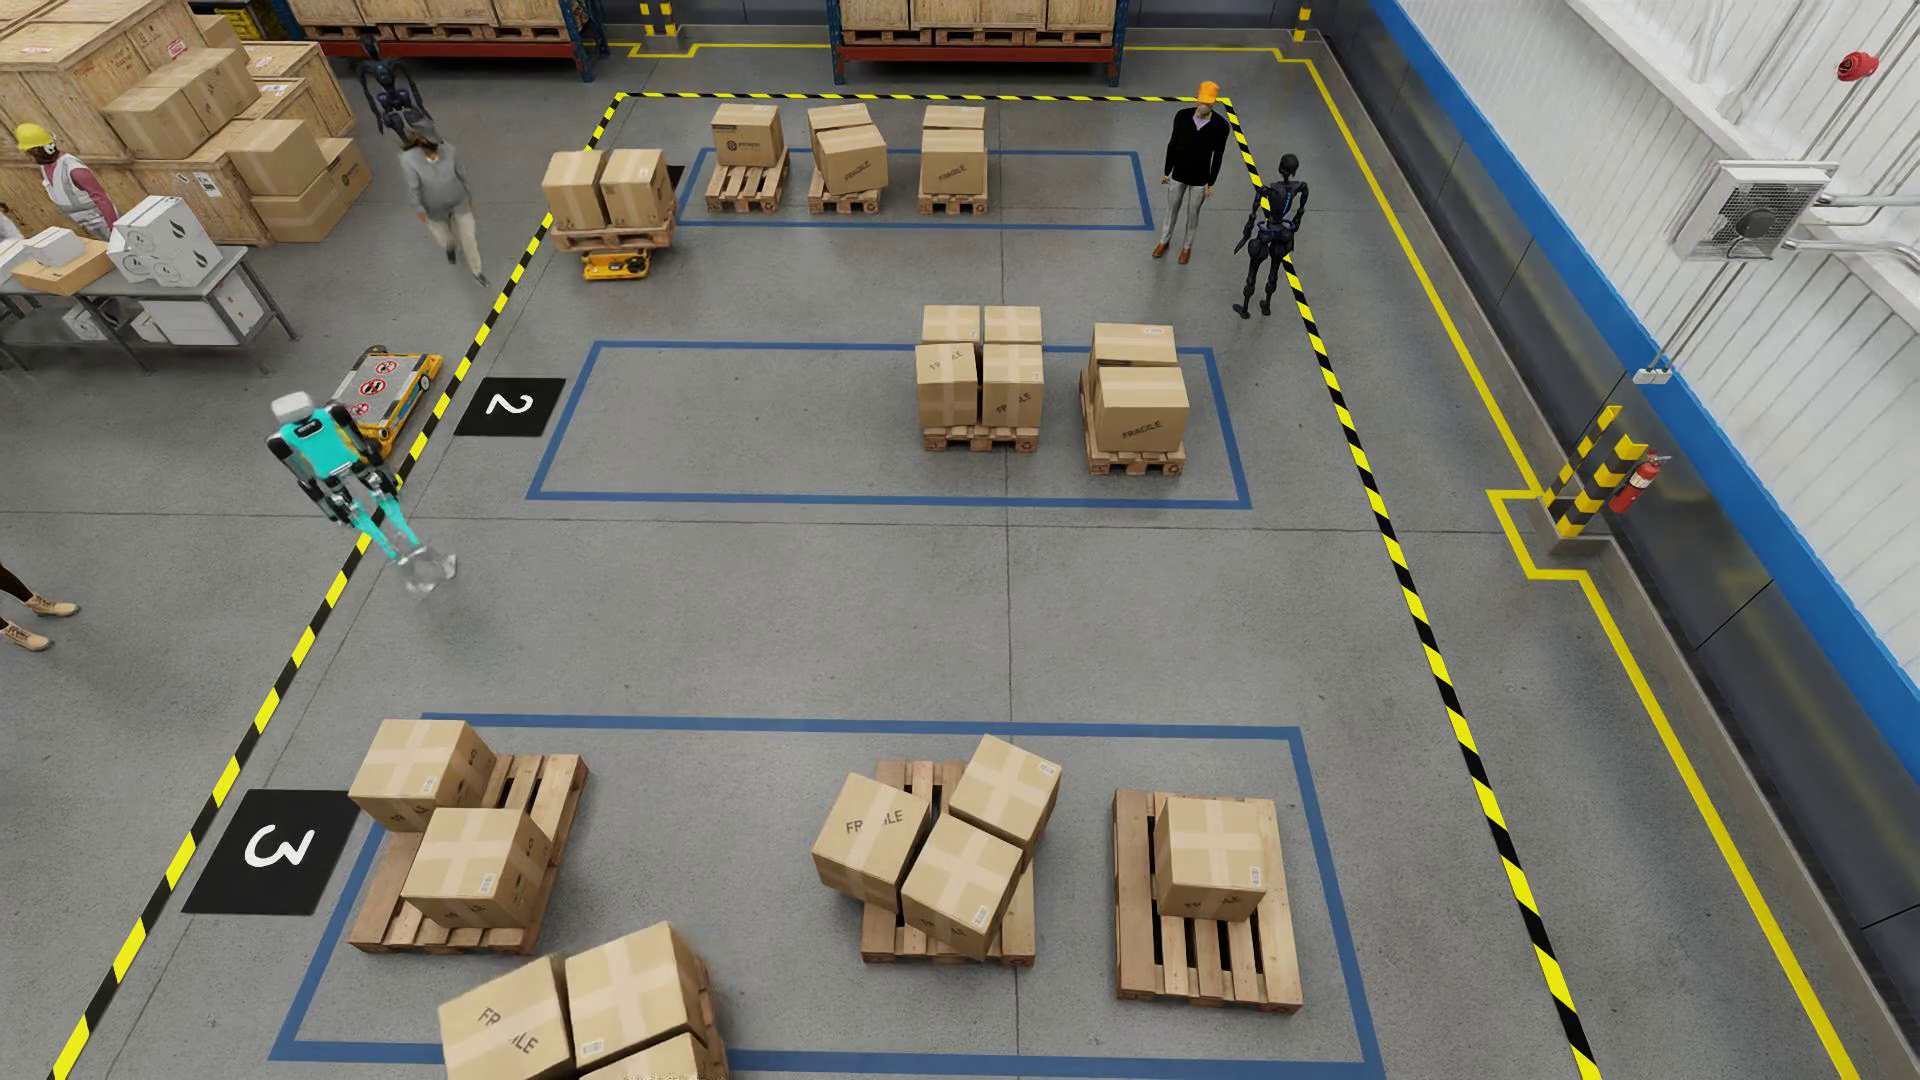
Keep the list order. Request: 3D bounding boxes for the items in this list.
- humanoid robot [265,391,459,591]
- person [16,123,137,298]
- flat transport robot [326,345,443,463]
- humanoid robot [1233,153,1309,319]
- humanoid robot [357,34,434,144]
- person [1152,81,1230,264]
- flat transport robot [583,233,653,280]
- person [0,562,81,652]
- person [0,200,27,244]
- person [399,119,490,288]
[{"bbox_3d":[-4.208,-0.237,6.597,0.781,1.747,0.585,34,58,26],"label":"humanoid robot"},{"bbox_3d":[-8.538,-3.193,9.041,0.589,1.836,0.404,19,52,15],"label":"person"},{"bbox_3d":[-5.383,-1.269,8.441,0.659,0.231,1.431,1,50,1],"label":"flat transport robot"},{"bbox_3d":[3.011,-2.937,8.918,0.599,1.659,0.315,-6,50,-5],"label":"humanoid robot"},{"bbox_3d":[-6.575,-5.057,10.725,0.598,1.640,0.512,-24,54,-19],"label":"humanoid robot"},{"bbox_3d":[2.390,-3.787,9.514,0.585,1.884,0.361,21,53,17],"label":"person"},{"bbox_3d":[-3.768,-3.402,10.227,0.652,0.197,1.431,-4,50,-4],"label":"flat transport robot"},{"bbox_3d":[-6.942,0.000,6.204,0.366,2.047,0.605,3,50,2],"label":"person"},{"bbox_3d":[-9.879,-3.284,9.099,0.691,1.859,0.586,4,50,3],"label":"person"},{"bbox_3d":[-5.237,-3.447,9.315,0.596,1.728,0.583,-30,56,-23],"label":"person"}]
